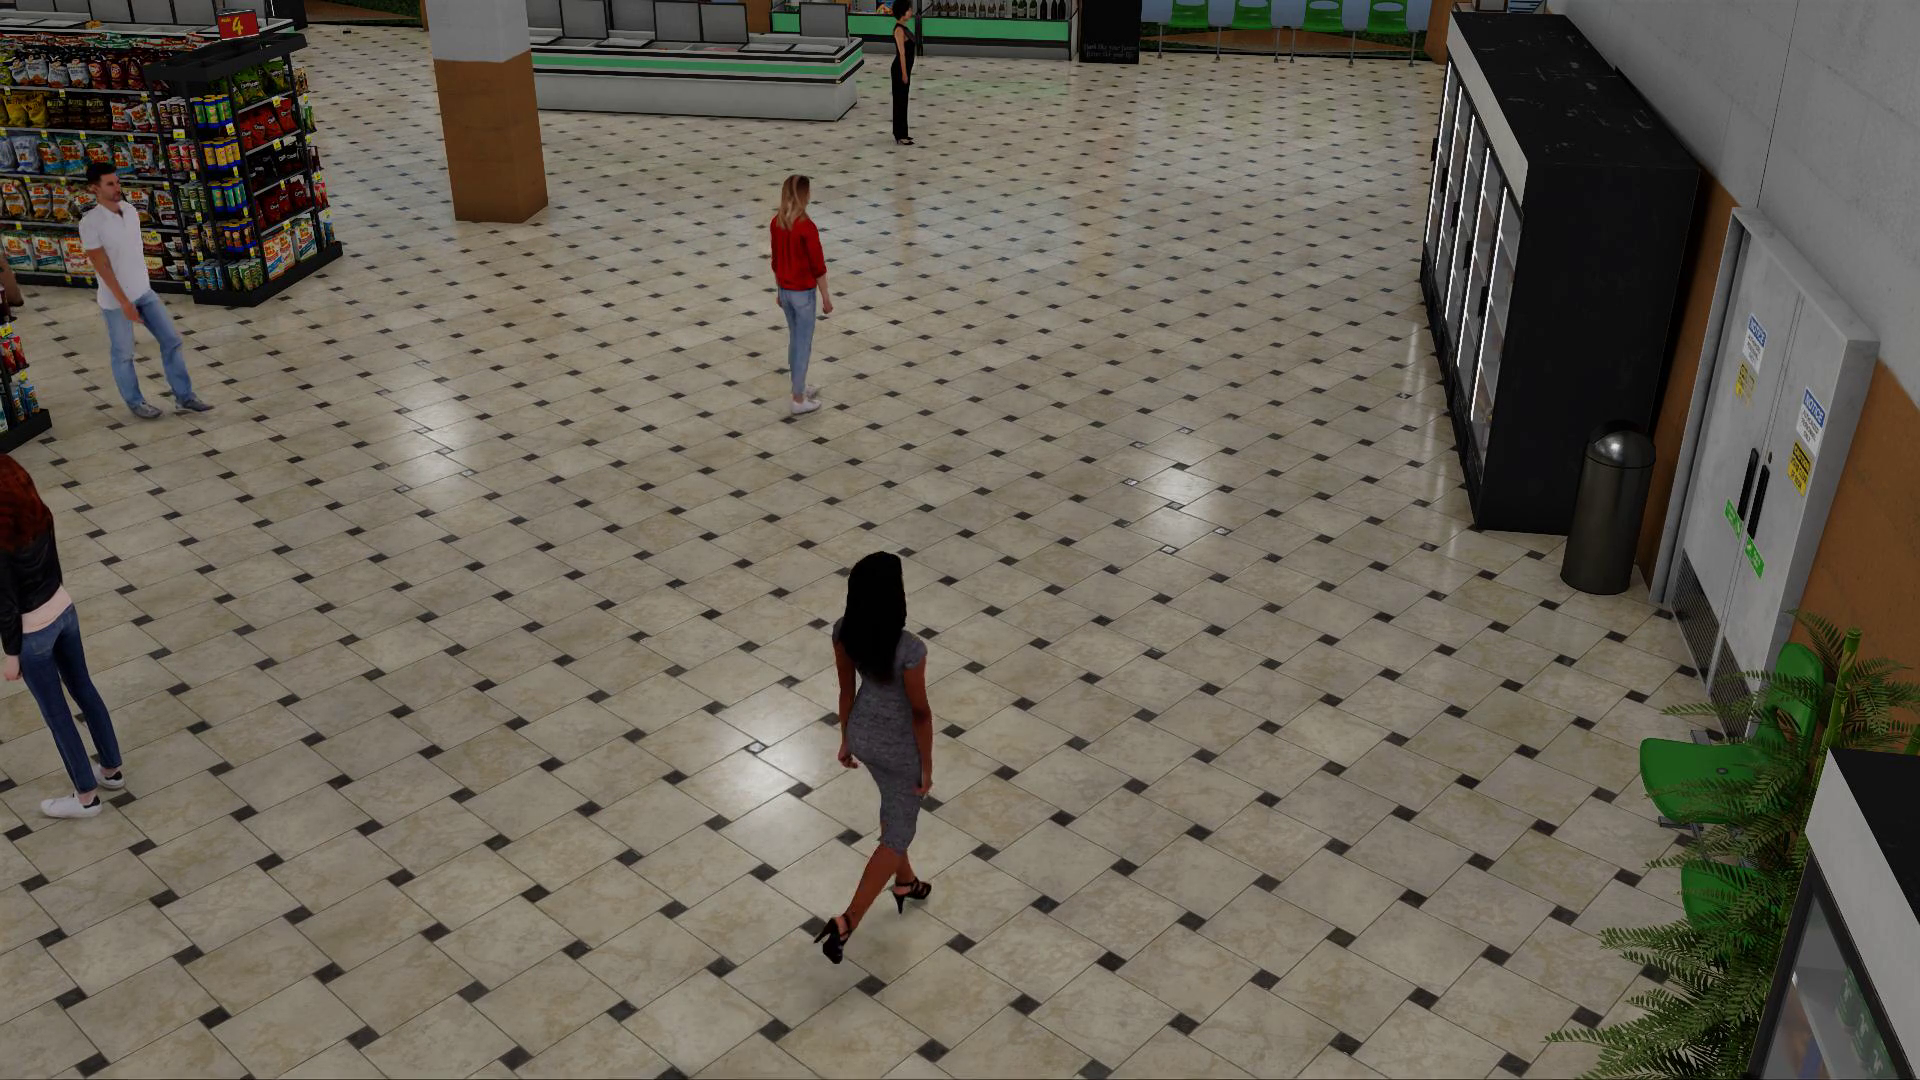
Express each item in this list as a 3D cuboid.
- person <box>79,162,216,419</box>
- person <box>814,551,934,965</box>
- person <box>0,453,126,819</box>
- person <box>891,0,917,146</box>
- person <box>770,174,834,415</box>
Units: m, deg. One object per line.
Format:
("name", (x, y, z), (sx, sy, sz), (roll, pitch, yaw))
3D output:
("person", (-5.872, -1.716, 11.587), (0.954, 1.840, 0.804), (12, 29, 22))
("person", (-0.335, 0.889, 6.540), (1.043, 1.759, 0.929), (18, 32, 31))
("person", (-4.085, 0.425, 7.420), (0.540, 1.790, 0.568), (4, 27, 7))
("person", (-0.672, -5.357, 19.028), (0.574, 1.604, 0.618), (-1, 27, -2))
("person", (-1.160, -1.730, 11.764), (0.775, 1.705, 0.844), (22, 34, 37))
